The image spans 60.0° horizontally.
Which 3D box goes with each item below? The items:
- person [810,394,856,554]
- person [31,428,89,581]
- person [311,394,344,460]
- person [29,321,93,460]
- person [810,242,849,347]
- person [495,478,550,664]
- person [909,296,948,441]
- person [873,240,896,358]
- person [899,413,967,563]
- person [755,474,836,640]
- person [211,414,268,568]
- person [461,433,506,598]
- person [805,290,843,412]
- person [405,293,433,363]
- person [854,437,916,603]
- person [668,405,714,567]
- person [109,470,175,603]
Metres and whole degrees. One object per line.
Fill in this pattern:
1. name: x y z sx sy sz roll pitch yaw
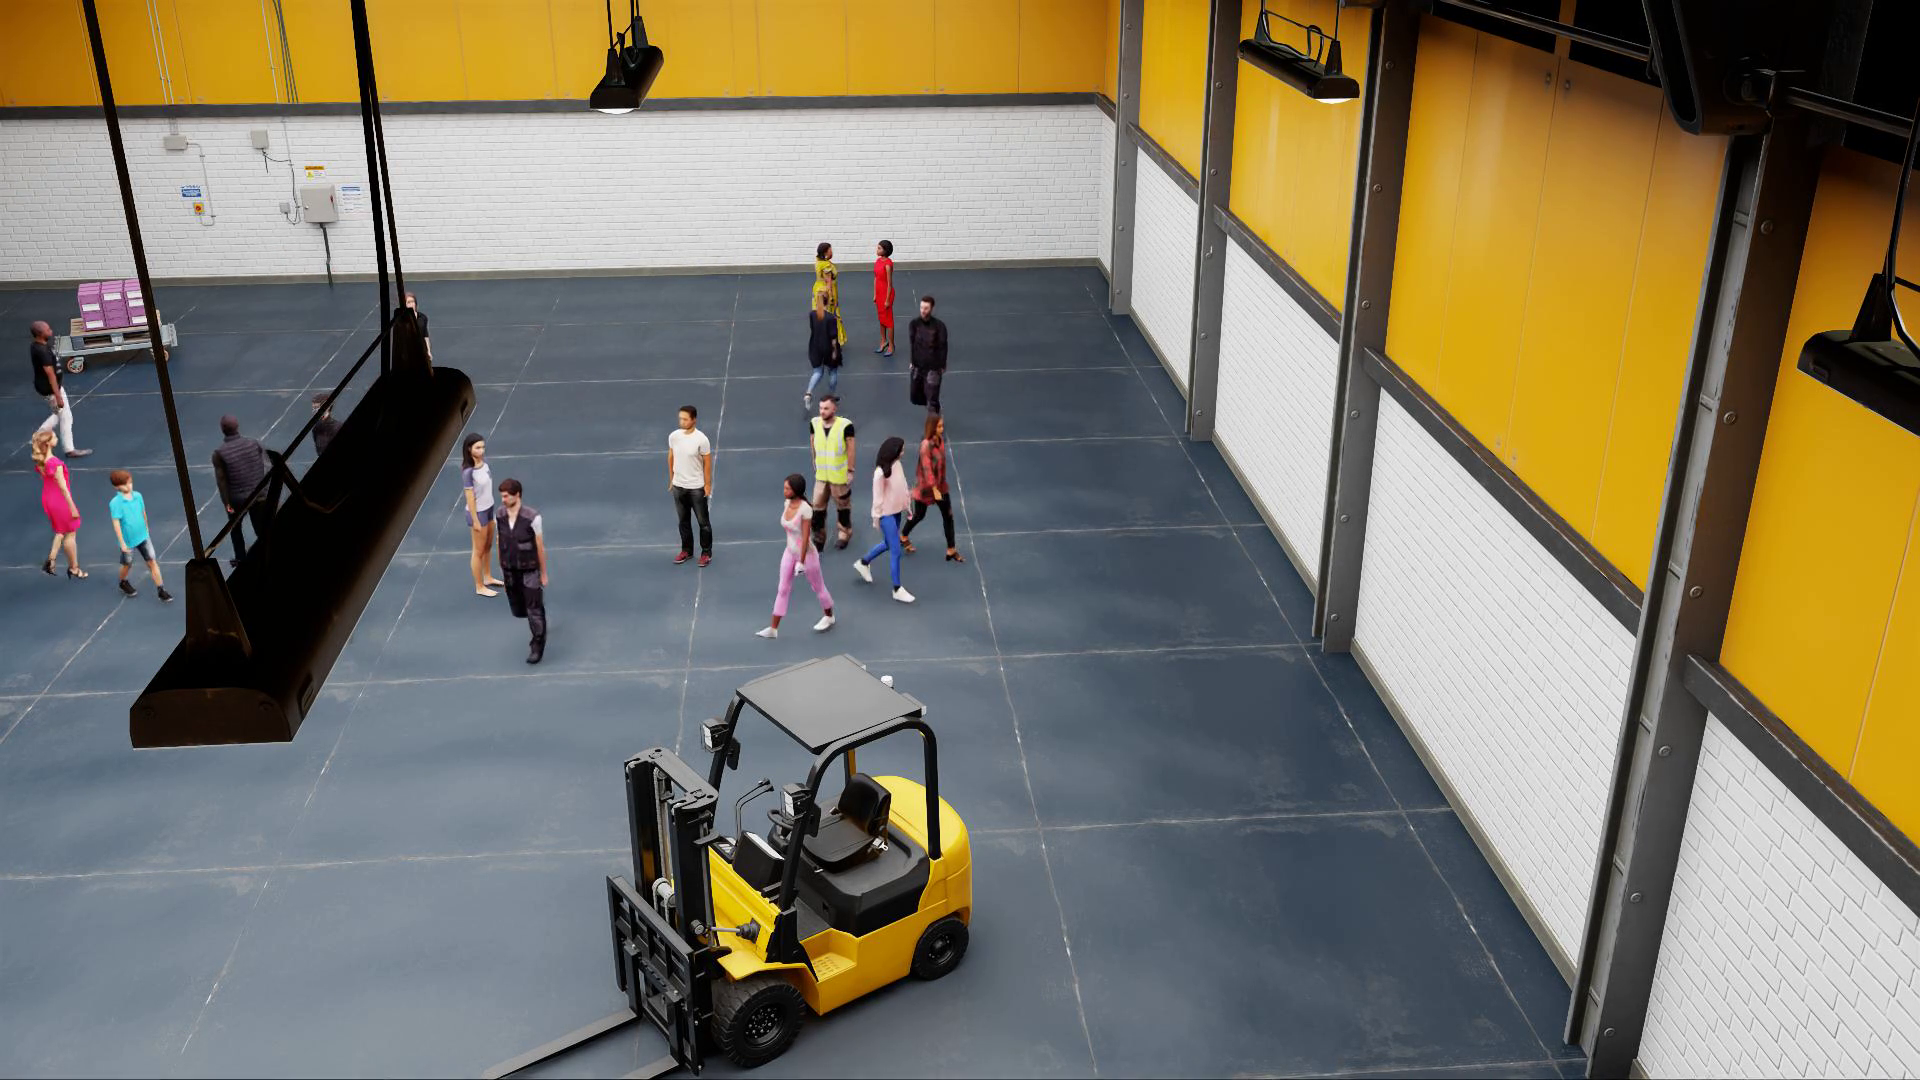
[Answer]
1. person: -1.353 -0.761 18.214 0.906 1.822 1.055 6 24 14
2. person: -9.506 -0.345 17.389 0.821 1.719 0.885 17 29 33
3. person: -6.731 -0.736 18.155 0.887 1.823 0.932 13 27 28
4. person: -11.409 -1.843 20.731 0.981 1.788 0.964 -17 29 -34
5. person: -2.030 -3.677 25.087 0.999 1.660 0.832 -9 25 -19
6. person: -4.134 0.241 15.911 0.824 1.831 0.982 4 24 10
7. person: -0.391 -2.251 21.528 0.958 1.898 1.068 12 26 25
8. person: -1.120 -3.627 24.869 0.698 1.744 0.578 -14 27 -29
9. person: -0.389 -0.554 17.942 1.092 1.662 1.067 16 28 32
10. person: -1.463 0.161 16.266 1.078 1.694 1.102 -21 31 -39
11. person: -7.452 -0.423 17.448 0.984 1.816 1.068 -20 30 -37
12. person: -4.969 -0.282 17.231 0.696 1.731 0.542 4 24 9
13. person: -1.883 -2.530 22.460 0.970 1.662 1.132 12 27 26
14. person: -7.308 -2.483 22.298 0.655 1.706 0.684 -20 31 -38
15. person: -0.797 -0.250 17.154 1.041 1.735 1.099 12 26 26
16. person: -2.888 -0.604 17.883 0.708 1.799 0.676 7 25 17
17. person: -8.545 -0.047 17.086 0.973 1.417 0.964 15 28 31
